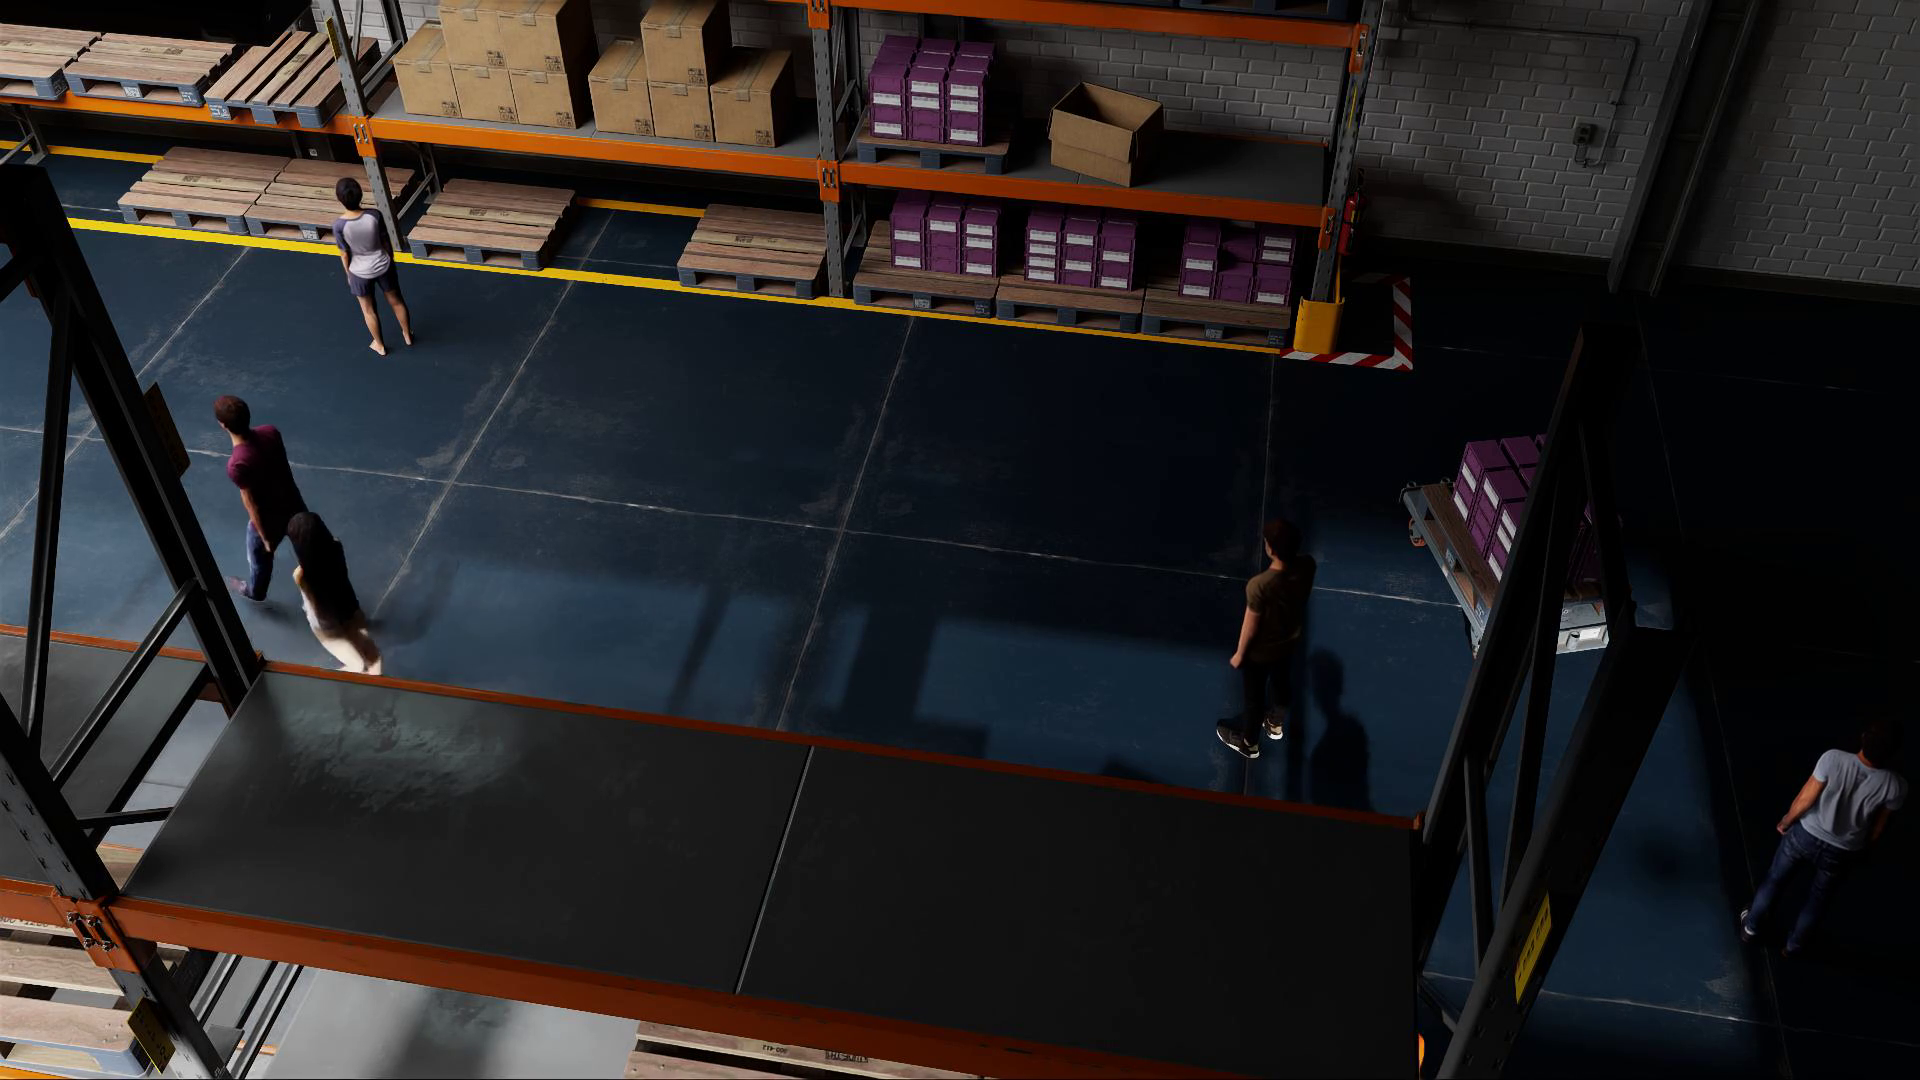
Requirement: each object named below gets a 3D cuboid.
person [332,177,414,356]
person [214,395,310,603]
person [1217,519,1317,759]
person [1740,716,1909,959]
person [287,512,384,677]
[{"bbox_3d":[-4.664,-2.172,13.147,0.644,1.566,0.706,-25,49,-24],"label":"person"},{"bbox_3d":[-4.367,-0.140,10.850,1.242,1.793,0.825,15,46,15],"label":"person"},{"bbox_3d":[1.877,0.603,10.029,0.741,1.849,0.800,-26,50,-25],"label":"person"},{"bbox_3d":[4.669,1.609,8.960,0.630,1.865,0.767,24,49,23],"label":"person"},{"bbox_3d":[-3.973,0.408,10.373,0.673,1.657,0.796,8,44,8],"label":"person"}]
